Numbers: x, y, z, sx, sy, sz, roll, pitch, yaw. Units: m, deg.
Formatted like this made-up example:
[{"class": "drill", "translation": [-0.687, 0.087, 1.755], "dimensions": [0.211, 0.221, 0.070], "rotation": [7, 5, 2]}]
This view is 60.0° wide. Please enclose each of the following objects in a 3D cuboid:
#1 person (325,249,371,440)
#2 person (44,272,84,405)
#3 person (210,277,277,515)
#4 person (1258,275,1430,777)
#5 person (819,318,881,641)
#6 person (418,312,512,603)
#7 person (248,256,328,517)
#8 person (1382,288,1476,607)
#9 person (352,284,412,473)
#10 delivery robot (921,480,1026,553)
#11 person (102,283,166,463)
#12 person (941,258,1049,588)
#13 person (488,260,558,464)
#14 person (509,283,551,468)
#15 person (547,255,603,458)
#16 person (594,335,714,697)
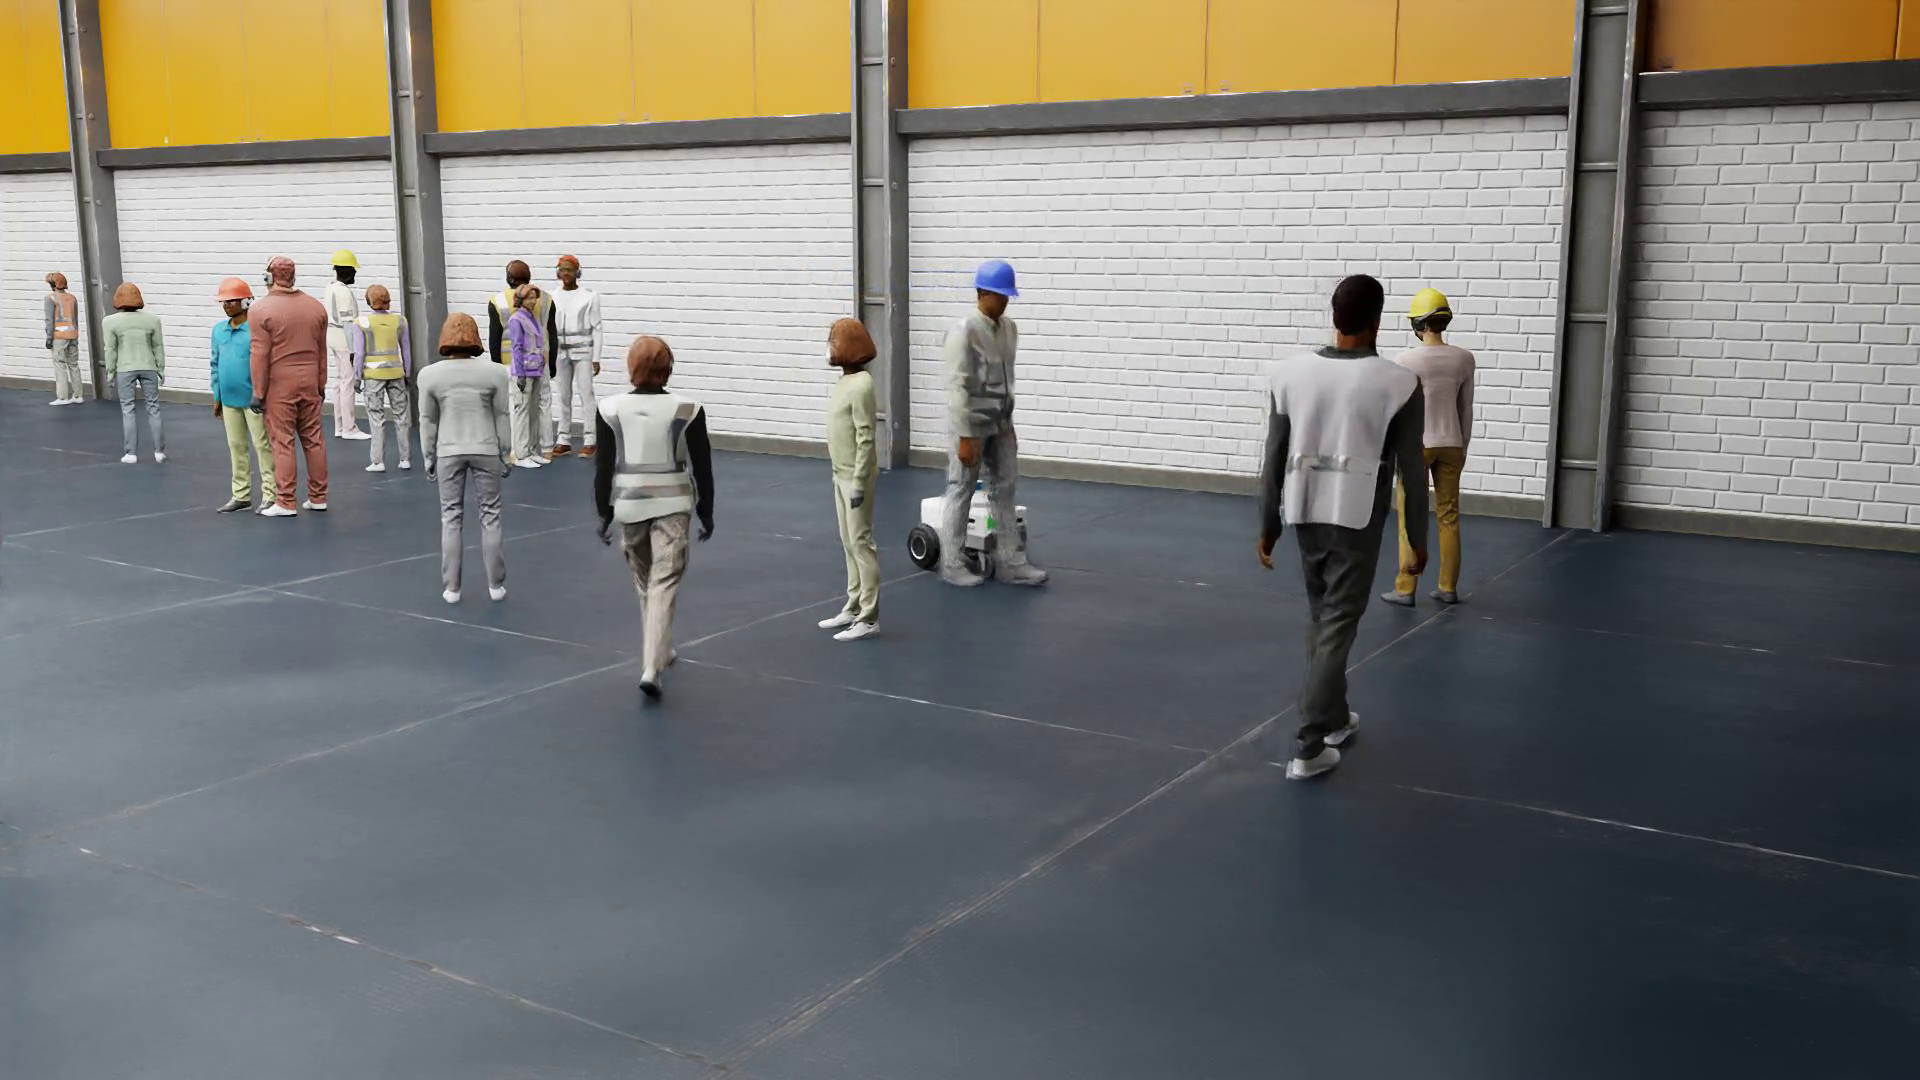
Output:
[{"class": "person", "translation": [-6.232, -1.978, 16.909], "dimensions": [0.363, 1.923, 0.595], "rotation": [-7, 12, -33]}, {"class": "person", "translation": [-11.032, -2.473, 20.472], "dimensions": [0.315, 1.631, 0.523], "rotation": [2, 10, 10]}, {"class": "person", "translation": [-5.301, -1.061, 12.302], "dimensions": [0.573, 1.750, 0.331], "rotation": [3, 11, 16]}, {"class": "person", "translation": [1.522, -0.070, 6.435], "dimensions": [0.613, 1.879, 0.865], "rotation": [7, 12, 35]}, {"class": "person", "translation": [-0.558, -0.309, 8.472], "dimensions": [0.279, 1.633, 0.505], "rotation": [-3, 11, -17]}, {"class": "person", "translation": [-2.761, -0.456, 9.317], "dimensions": [0.492, 1.625, 0.280], "rotation": [-2, 10, -12]}, {"class": "person", "translation": [-4.946, -1.124, 12.230], "dimensions": [0.410, 1.909, 0.642], "rotation": [6, 12, 30]}, {"class": "person", "translation": [2.583, -0.504, 9.217], "dimensions": [0.529, 1.760, 0.335], "rotation": [-2, 11, -13]}, {"class": "person", "translation": [-5.038, -1.405, 14.526], "dimensions": [0.525, 1.639, 0.307], "rotation": [-9, 14, -42]}, {"class": "delivery robot", "translation": [0.084, -0.127, 10.183], "dimensions": [0.477, 0.478, 0.707], "rotation": [-8, 13, -39]}, {"class": "person", "translation": [-7.515, -1.519, 15.170], "dimensions": [0.505, 1.636, 0.277], "rotation": [-8, 13, -37]}, {"class": "person", "translation": [0.174, -0.658, 9.643], "dimensions": [0.537, 1.940, 0.639], "rotation": [9, 13, 40]}, {"class": "person", "translation": [-3.962, -1.612, 15.106], "dimensions": [0.619, 1.847, 0.430], "rotation": [-5, 11, -26]}, {"class": "person", "translation": [-3.862, -1.465, 14.864], "dimensions": [0.307, 1.637, 0.525], "rotation": [1, 10, 4]}, {"class": "person", "translation": [-3.607, -1.703, 15.504], "dimensions": [0.574, 1.883, 0.357], "rotation": [3, 11, 14]}, {"class": "person", "translation": [-1.383, -0.121, 7.523], "dimensions": [0.525, 1.600, 0.858], "rotation": [1, 10, 4]}]
